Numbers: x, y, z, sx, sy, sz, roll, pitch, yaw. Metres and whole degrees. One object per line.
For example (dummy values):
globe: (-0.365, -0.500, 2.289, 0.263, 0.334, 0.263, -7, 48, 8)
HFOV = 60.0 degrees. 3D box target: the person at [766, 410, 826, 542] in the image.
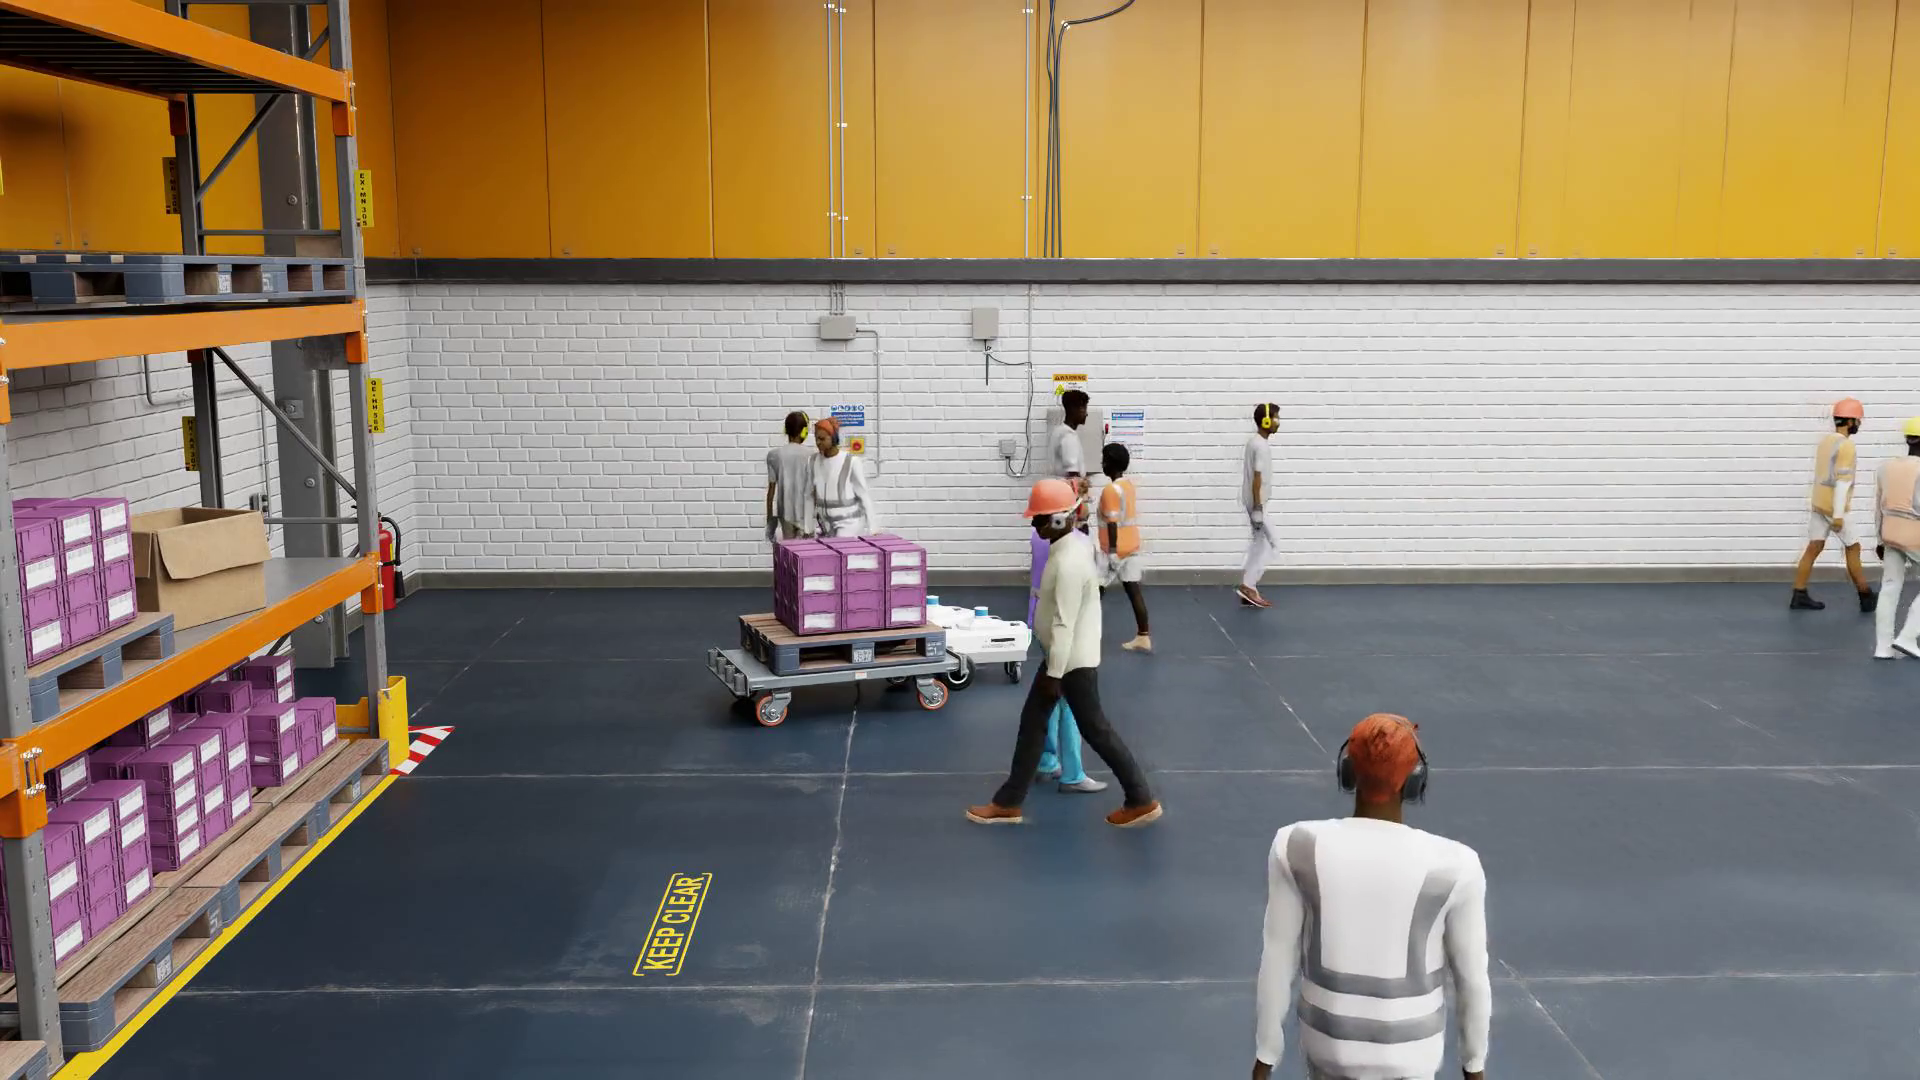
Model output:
person: (-1.395, -0.175, 14.112, 0.523, 1.833, 0.792, 2, 10, 14)

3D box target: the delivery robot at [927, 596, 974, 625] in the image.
delivery robot: (-0.215, 0.665, 12.602, 0.477, 0.478, 0.707, 9, 13, 44)

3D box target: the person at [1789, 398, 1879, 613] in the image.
person: (7.851, -0.299, 14.688, 0.924, 1.895, 0.557, 0, 9, 1)

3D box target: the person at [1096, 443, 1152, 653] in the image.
person: (1.164, 0.064, 13.189, 0.811, 1.656, 0.544, 5, 11, 28)

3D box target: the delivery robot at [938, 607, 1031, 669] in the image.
delivery robot: (0.156, 0.732, 12.191, 0.707, 0.478, 0.477, -2, 9, -13)

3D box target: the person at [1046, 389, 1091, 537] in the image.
person: (1.039, -0.404, 15.177, 0.623, 1.943, 0.642, -1, 9, -3)

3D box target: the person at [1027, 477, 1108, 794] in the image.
person: (0.605, 0.551, 9.650, 0.377, 1.841, 0.569, -5, 11, -29)

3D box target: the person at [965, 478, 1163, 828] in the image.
person: (0.609, 0.627, 8.941, 1.058, 1.936, 0.623, 0, 9, -2)

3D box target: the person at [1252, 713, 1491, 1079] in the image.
person: (1.163, 1.371, 4.649, 0.607, 1.835, 0.887, 4, 10, 22)

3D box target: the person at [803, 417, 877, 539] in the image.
person: (-0.989, -0.126, 13.892, 0.612, 1.828, 1.004, 8, 12, 39)

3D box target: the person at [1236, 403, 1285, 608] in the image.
person: (2.698, -0.297, 14.820, 0.416, 1.851, 0.565, 1, 9, 6)

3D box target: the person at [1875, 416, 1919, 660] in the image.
person: (7.335, -0.005, 12.848, 0.515, 1.907, 0.608, -4, 10, -21)
